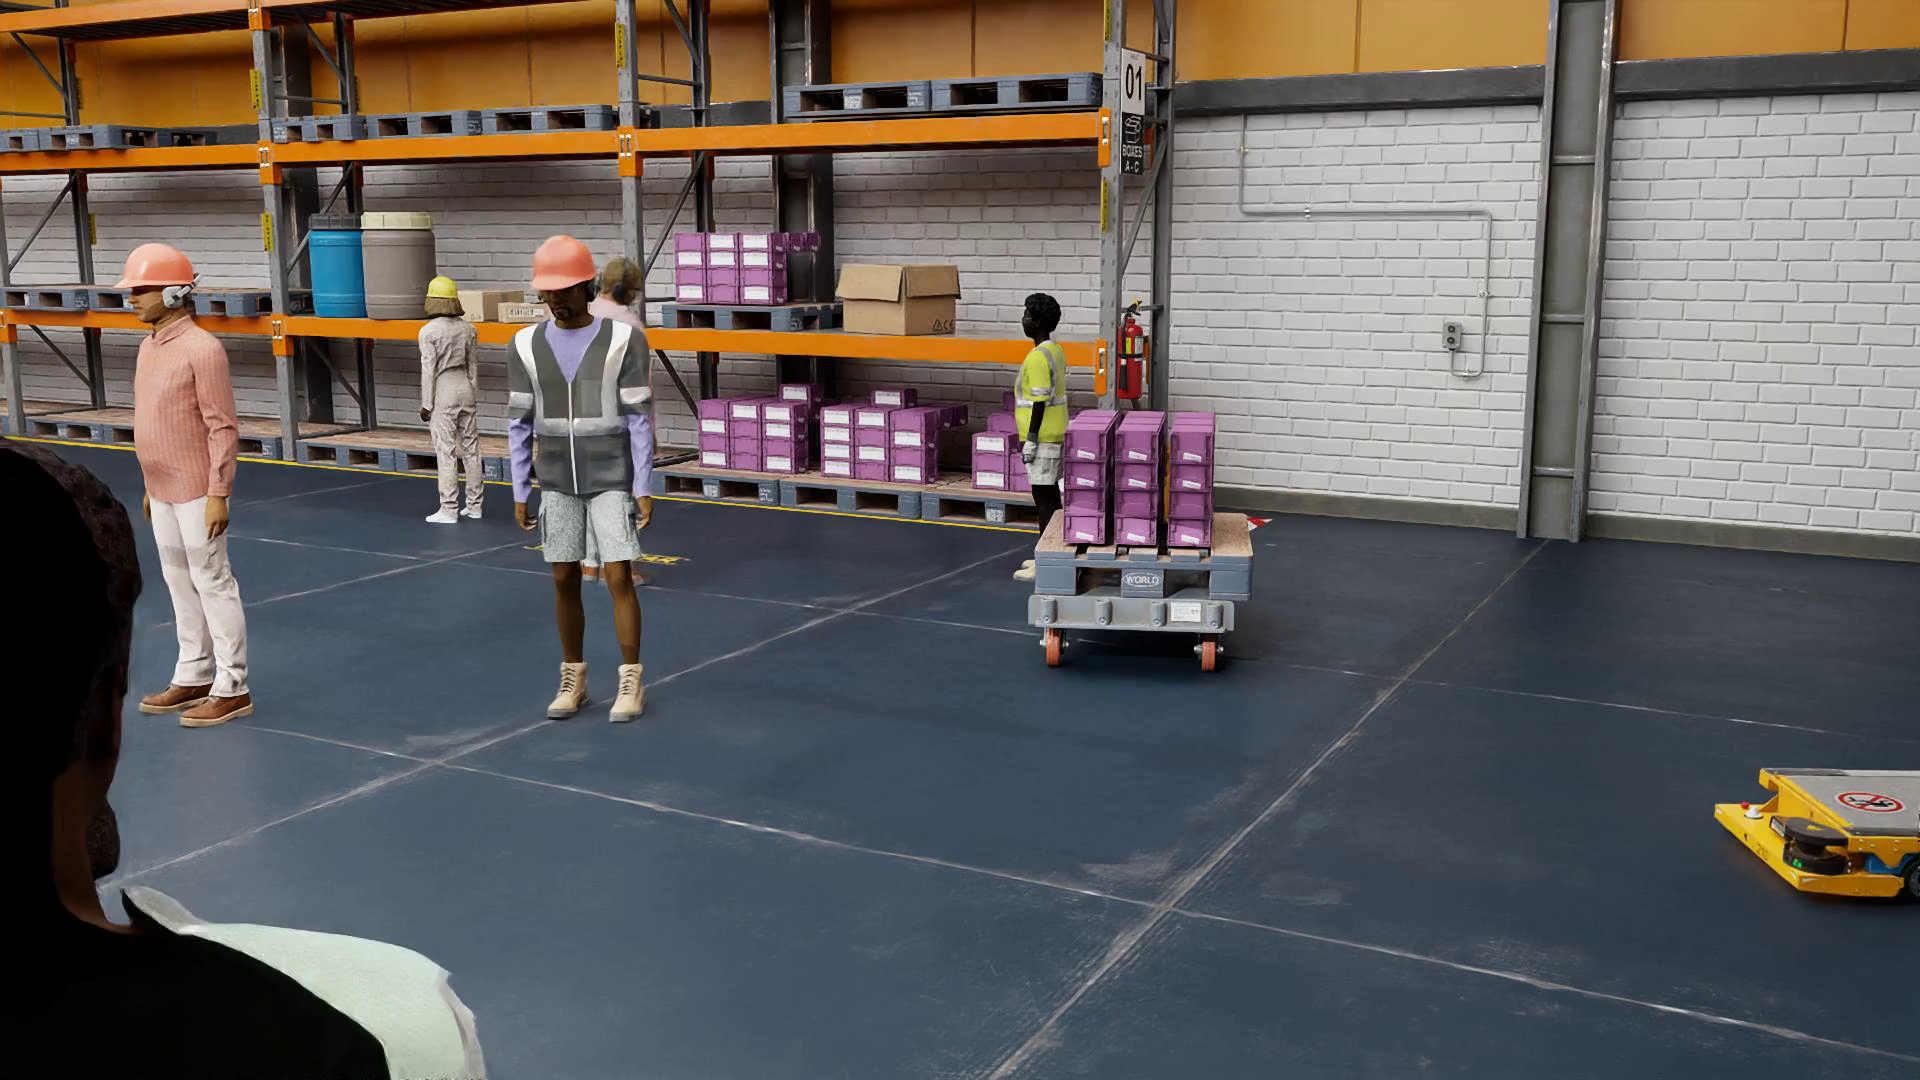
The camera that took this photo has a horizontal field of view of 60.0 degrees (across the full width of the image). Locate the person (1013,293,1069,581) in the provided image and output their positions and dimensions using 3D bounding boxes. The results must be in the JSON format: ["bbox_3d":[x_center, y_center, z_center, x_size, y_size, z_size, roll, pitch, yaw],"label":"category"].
[{"bbox_3d":[0.481,-0.605,9.832,0.319,1.697,0.532,3,11,14],"label":"person"}]

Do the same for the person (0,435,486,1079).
[{"bbox_3d":[-0.596,0.888,1.099,0.603,1.905,0.407,-2,11,-13],"label":"person"}]

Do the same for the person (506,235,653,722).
[{"bbox_3d":[-1.584,-0.241,6.940,0.612,2.029,0.410,1,10,4],"label":"person"}]

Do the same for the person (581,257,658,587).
[{"bbox_3d":[-2.068,-0.684,9.728,0.694,1.904,0.384,8,13,36],"label":"person"}]

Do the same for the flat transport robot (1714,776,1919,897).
[{"bbox_3d":[3.274,0.932,5.317,1.431,0.197,0.652,1,10,3],"label":"flat transport robot"}]

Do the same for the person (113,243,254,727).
[{"bbox_3d":[-3.235,-0.222,6.916,0.625,1.992,0.389,8,13,38],"label":"person"}]

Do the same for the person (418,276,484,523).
[{"bbox_3d":[-3.635,-0.993,11.831,0.294,1.744,0.487,7,12,32],"label":"person"}]
